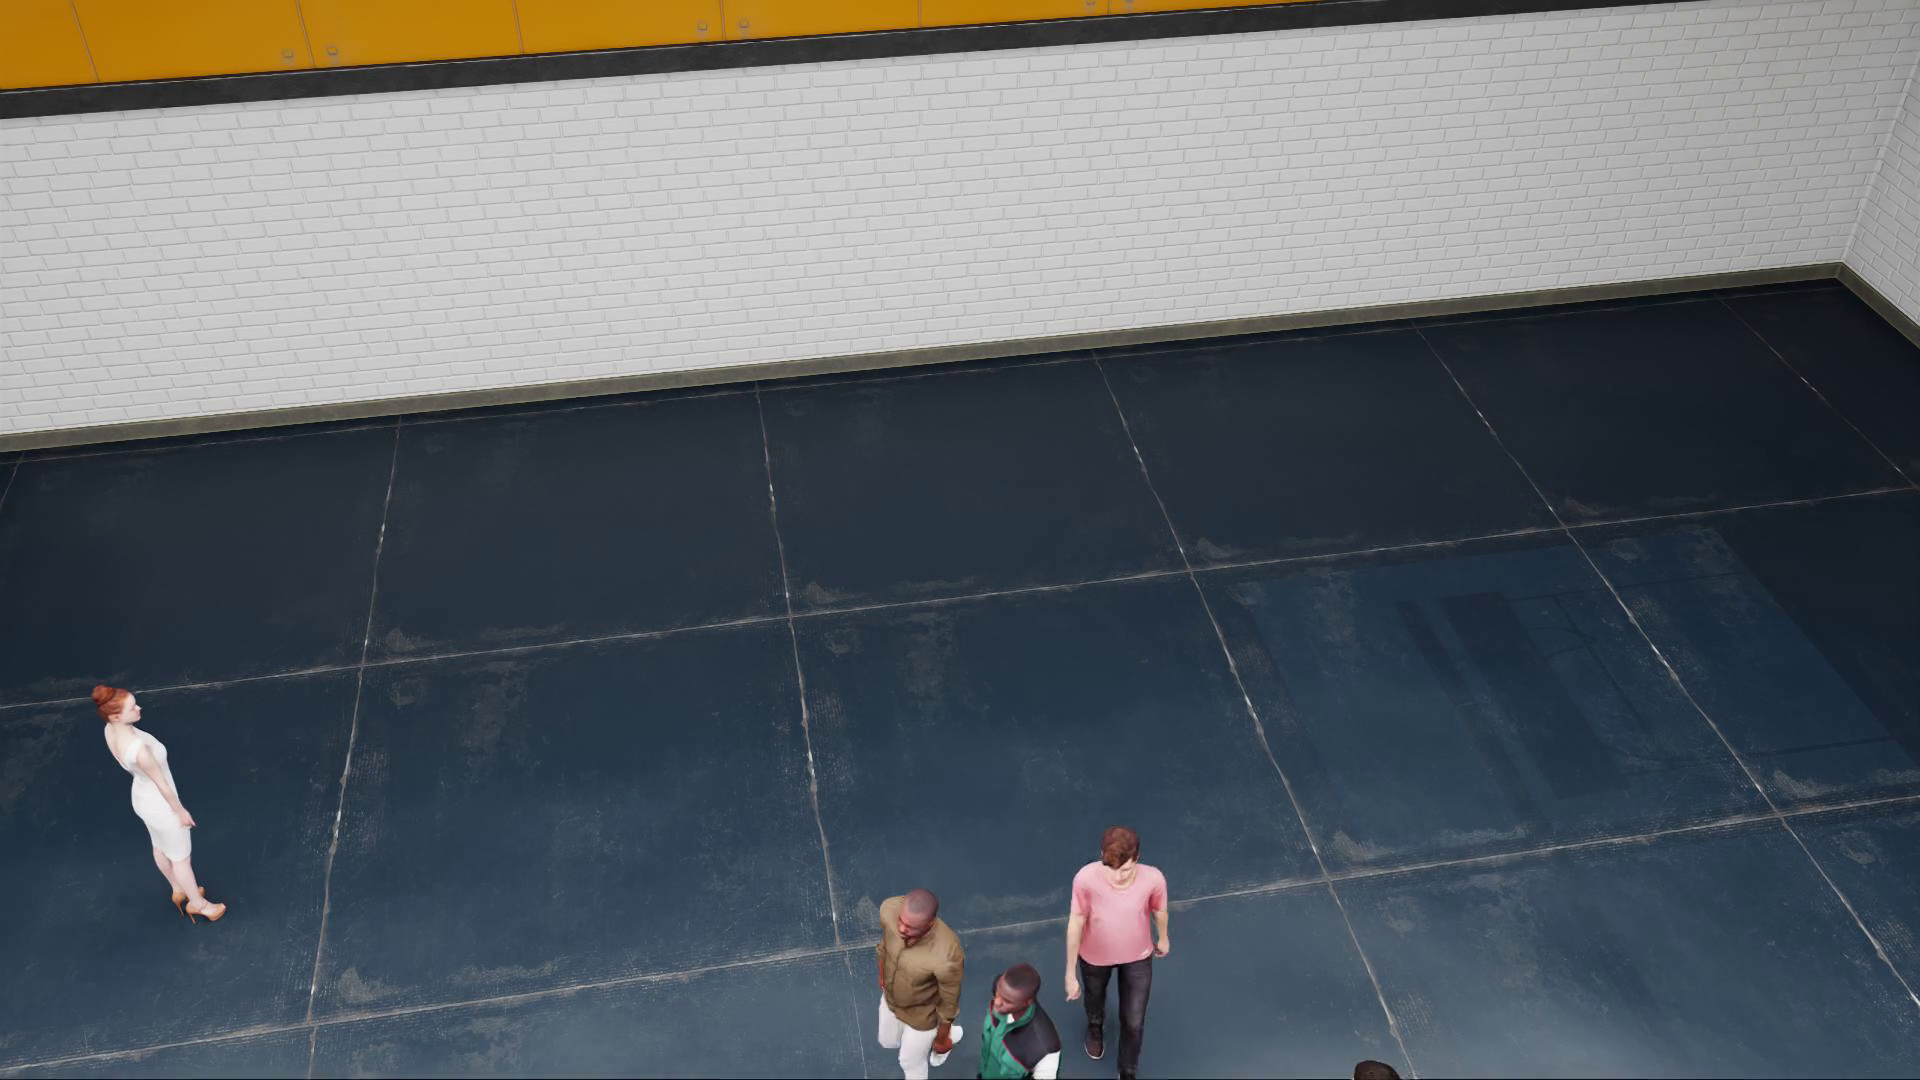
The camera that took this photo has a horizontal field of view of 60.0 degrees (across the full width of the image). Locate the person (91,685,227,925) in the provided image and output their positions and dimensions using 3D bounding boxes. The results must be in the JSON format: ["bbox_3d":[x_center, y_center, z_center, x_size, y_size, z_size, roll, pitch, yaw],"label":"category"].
[{"bbox_3d":[-4.552,1.509,9.408,0.614,1.796,0.697,29,47,31],"label":"person"}]

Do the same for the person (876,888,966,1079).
[{"bbox_3d":[-0.167,2.301,8.404,1.012,1.811,0.968,-25,45,-28],"label":"person"}]

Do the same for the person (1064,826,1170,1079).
[{"bbox_3d":[0.806,2.044,8.632,0.822,1.928,0.980,2,39,3],"label":"person"}]

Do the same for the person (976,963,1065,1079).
[{"bbox_3d":[0.289,2.621,7.981,0.793,1.839,0.636,-15,41,-18],"label":"person"}]
